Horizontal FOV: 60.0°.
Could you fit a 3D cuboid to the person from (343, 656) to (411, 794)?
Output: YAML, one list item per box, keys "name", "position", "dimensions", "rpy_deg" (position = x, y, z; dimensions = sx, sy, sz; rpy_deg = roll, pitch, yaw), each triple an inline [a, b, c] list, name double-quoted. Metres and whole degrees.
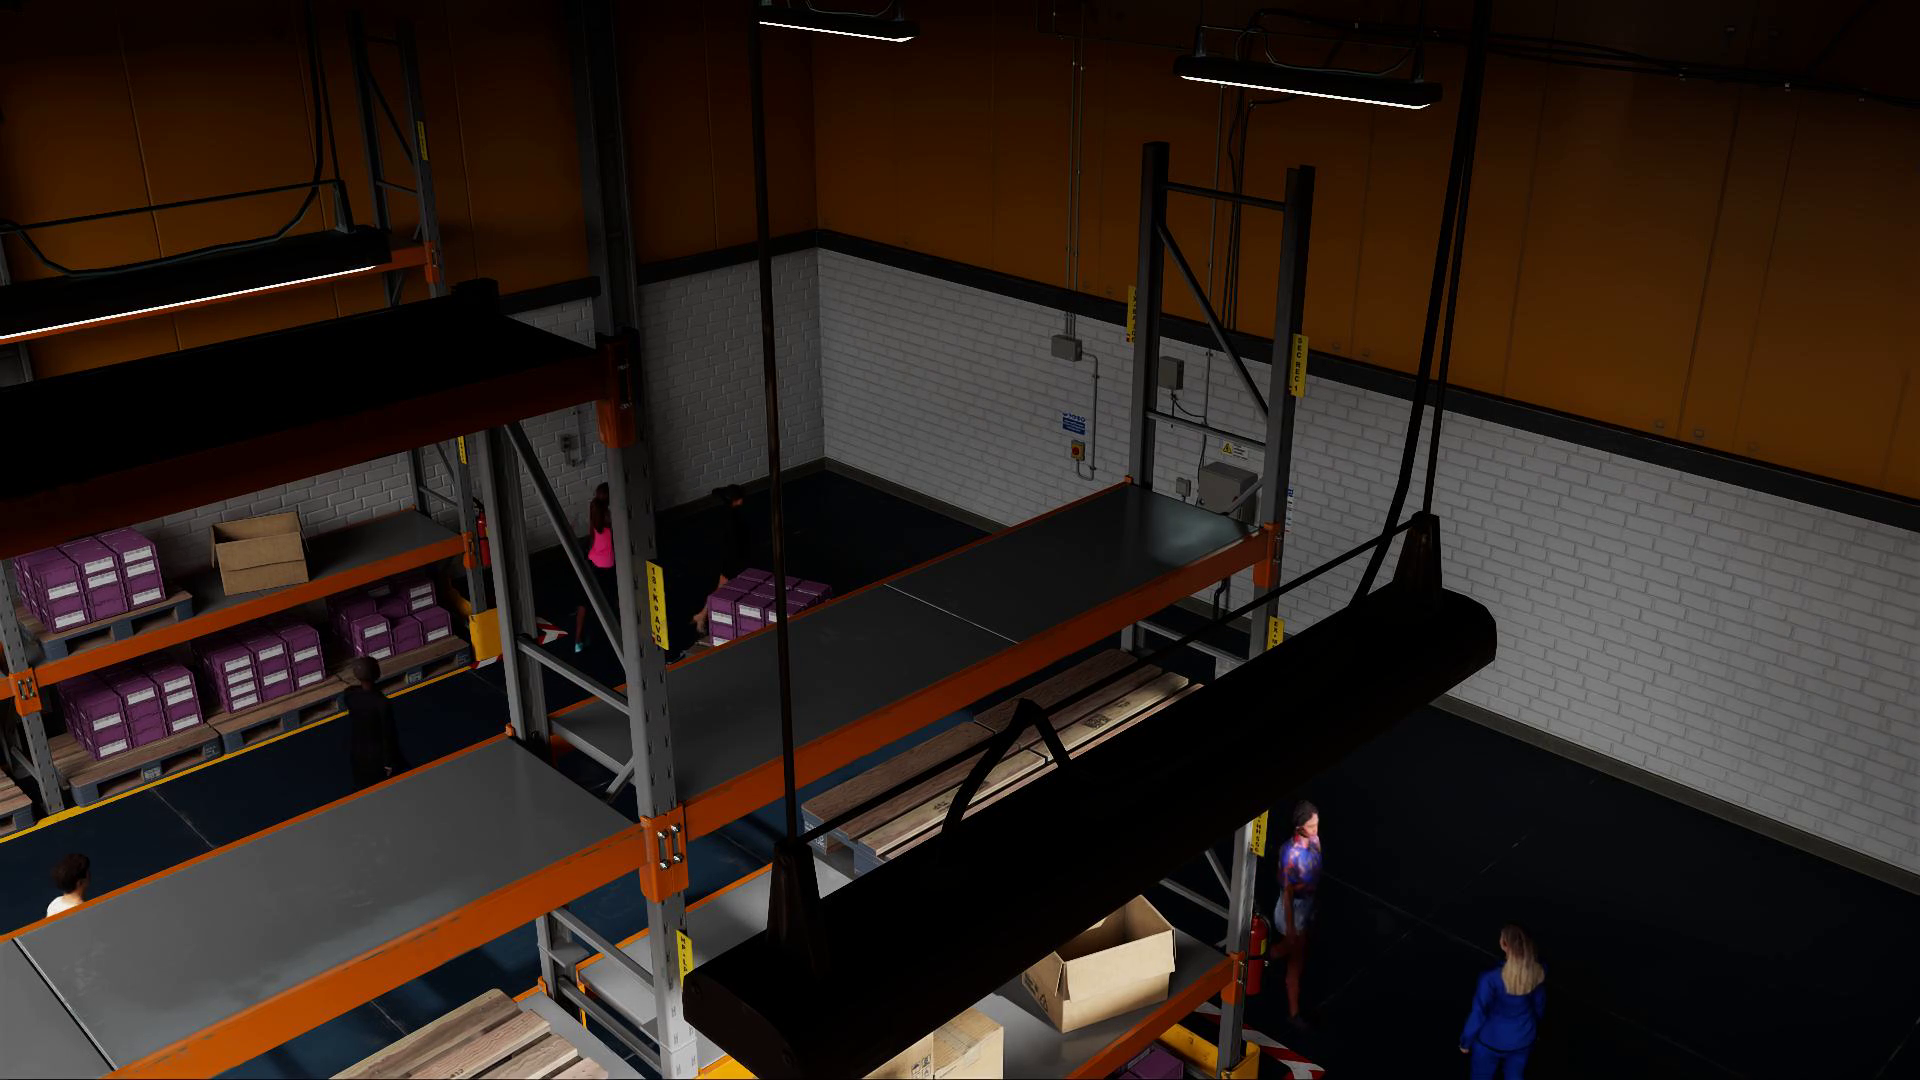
- name: "person"
  position: [-4.577, 1.739, 12.819]
  dimensions: [0.956, 1.720, 1.257]
  rpy_deg: [9, 25, 21]

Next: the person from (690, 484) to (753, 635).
- name: "person"
  position: [-2.316, 0.247, 16.383]
  dimensions: [1.130, 1.599, 0.959]
  rpy_deg: [-4, 24, -10]

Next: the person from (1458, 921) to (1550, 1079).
- name: "person"
  position: [3.290, 3.022, 9.922]
  dimensions: [0.868, 1.692, 0.907]
  rpy_deg: [-7, 25, -15]

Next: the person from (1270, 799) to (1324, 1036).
- name: "person"
  position: [2.172, 2.476, 11.127]
  dimensions: [0.694, 1.726, 0.867]
  rpy_deg: [18, 29, 35]

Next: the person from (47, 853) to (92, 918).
- name: "person"
  position: [-5.489, 2.783, 10.460]
  dimensions: [0.790, 1.697, 1.131]
  rpy_deg: [14, 27, 29]
